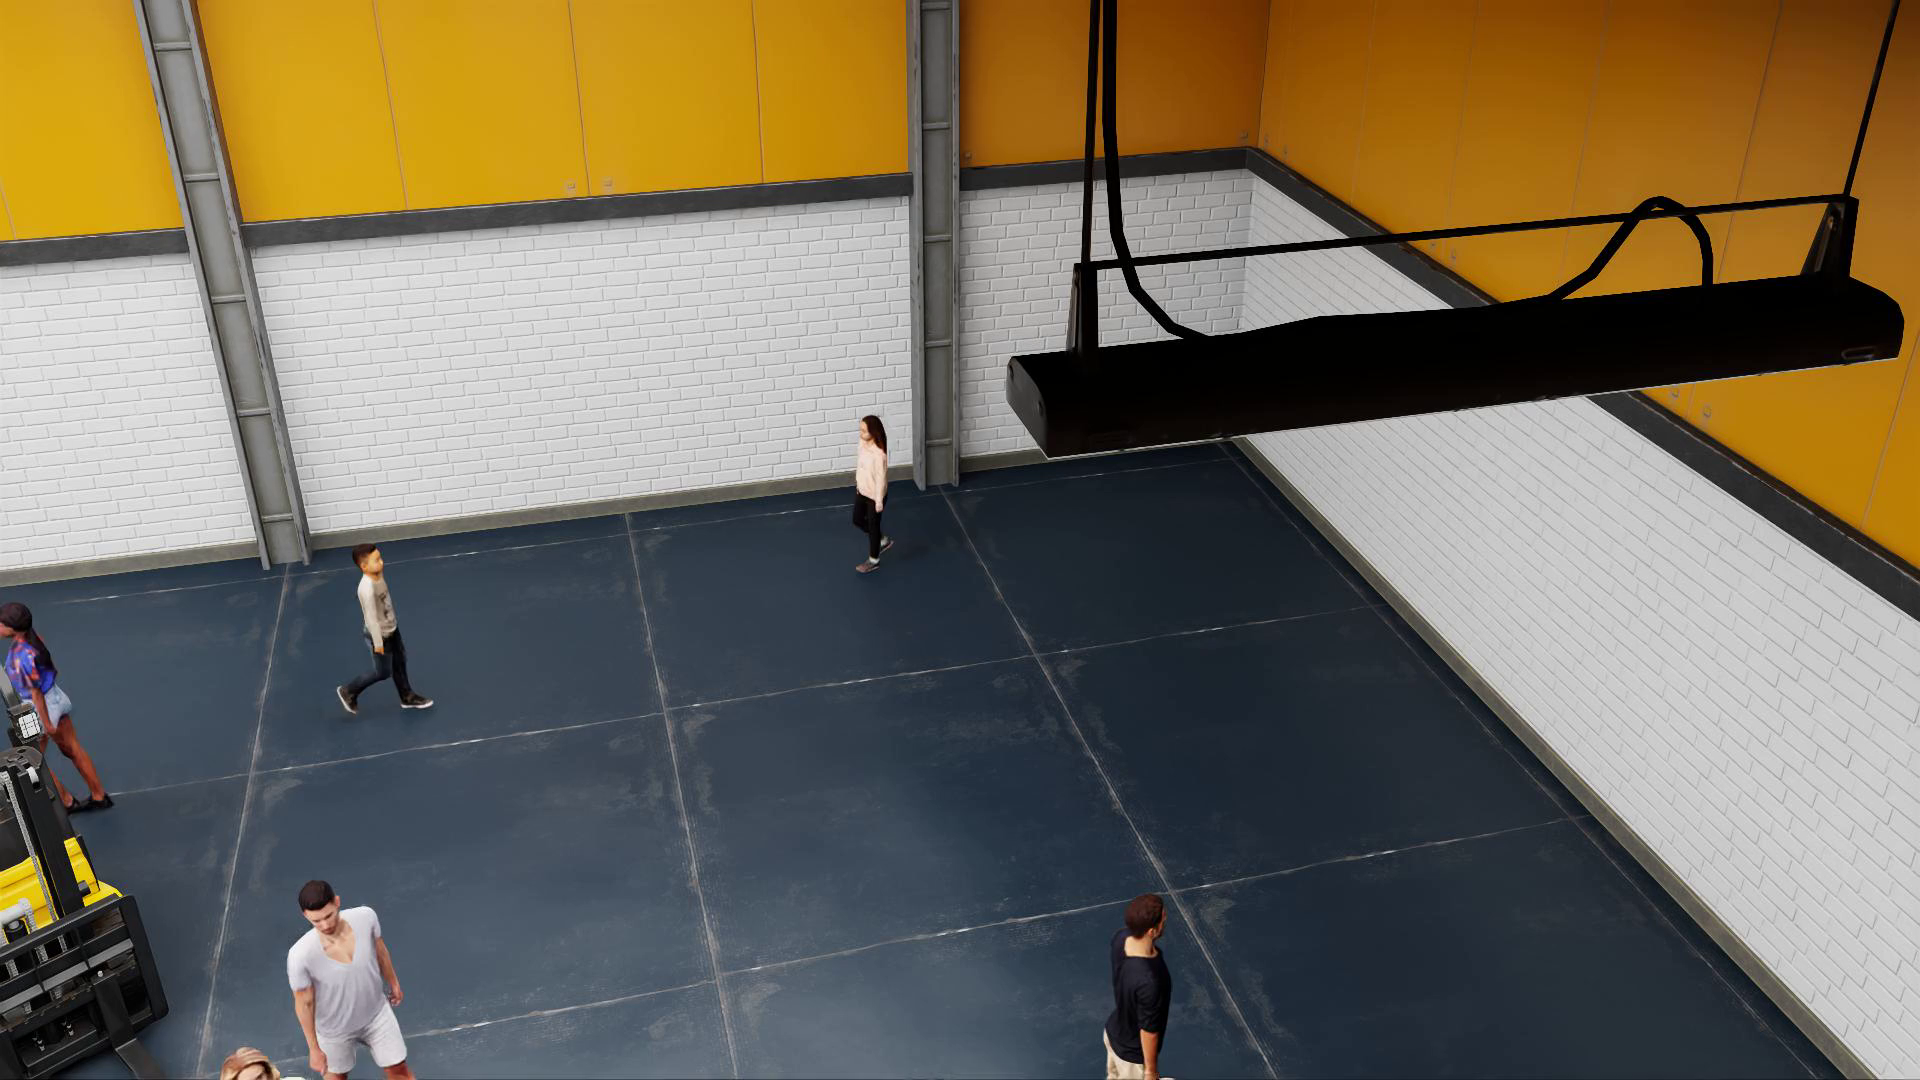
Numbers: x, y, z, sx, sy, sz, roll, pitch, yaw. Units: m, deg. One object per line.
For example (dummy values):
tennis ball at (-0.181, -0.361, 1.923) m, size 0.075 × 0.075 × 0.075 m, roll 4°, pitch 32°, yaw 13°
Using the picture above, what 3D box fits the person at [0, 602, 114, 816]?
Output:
person at (-6.103, 1.164, 11.302) m, size 0.643 × 1.723 × 0.576 m, roll -6°, pitch 29°, yaw -11°

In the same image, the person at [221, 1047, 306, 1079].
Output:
person at (-3.274, 3.004, 7.950) m, size 1.073 × 1.703 × 0.968 m, roll -21°, pitch 35°, yaw -33°

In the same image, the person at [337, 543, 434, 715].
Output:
person at (-4.401, 0.691, 12.456) m, size 0.918 × 1.447 × 0.643 m, roll -3°, pitch 29°, yaw -5°

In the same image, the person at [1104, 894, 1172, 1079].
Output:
person at (0.880, 2.583, 8.569) m, size 0.543 × 1.849 × 0.632 m, roll -7°, pitch 29°, yaw -12°

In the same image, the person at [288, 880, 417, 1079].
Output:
person at (-3.289, 2.473, 8.821) m, size 1.213 × 1.800 × 1.222 m, roll 21°, pitch 35°, yaw 34°

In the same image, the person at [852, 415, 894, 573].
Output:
person at (-0.720, -0.423, 14.468) m, size 0.717 × 1.476 × 0.669 m, roll -17°, pitch 33°, yaw -28°
